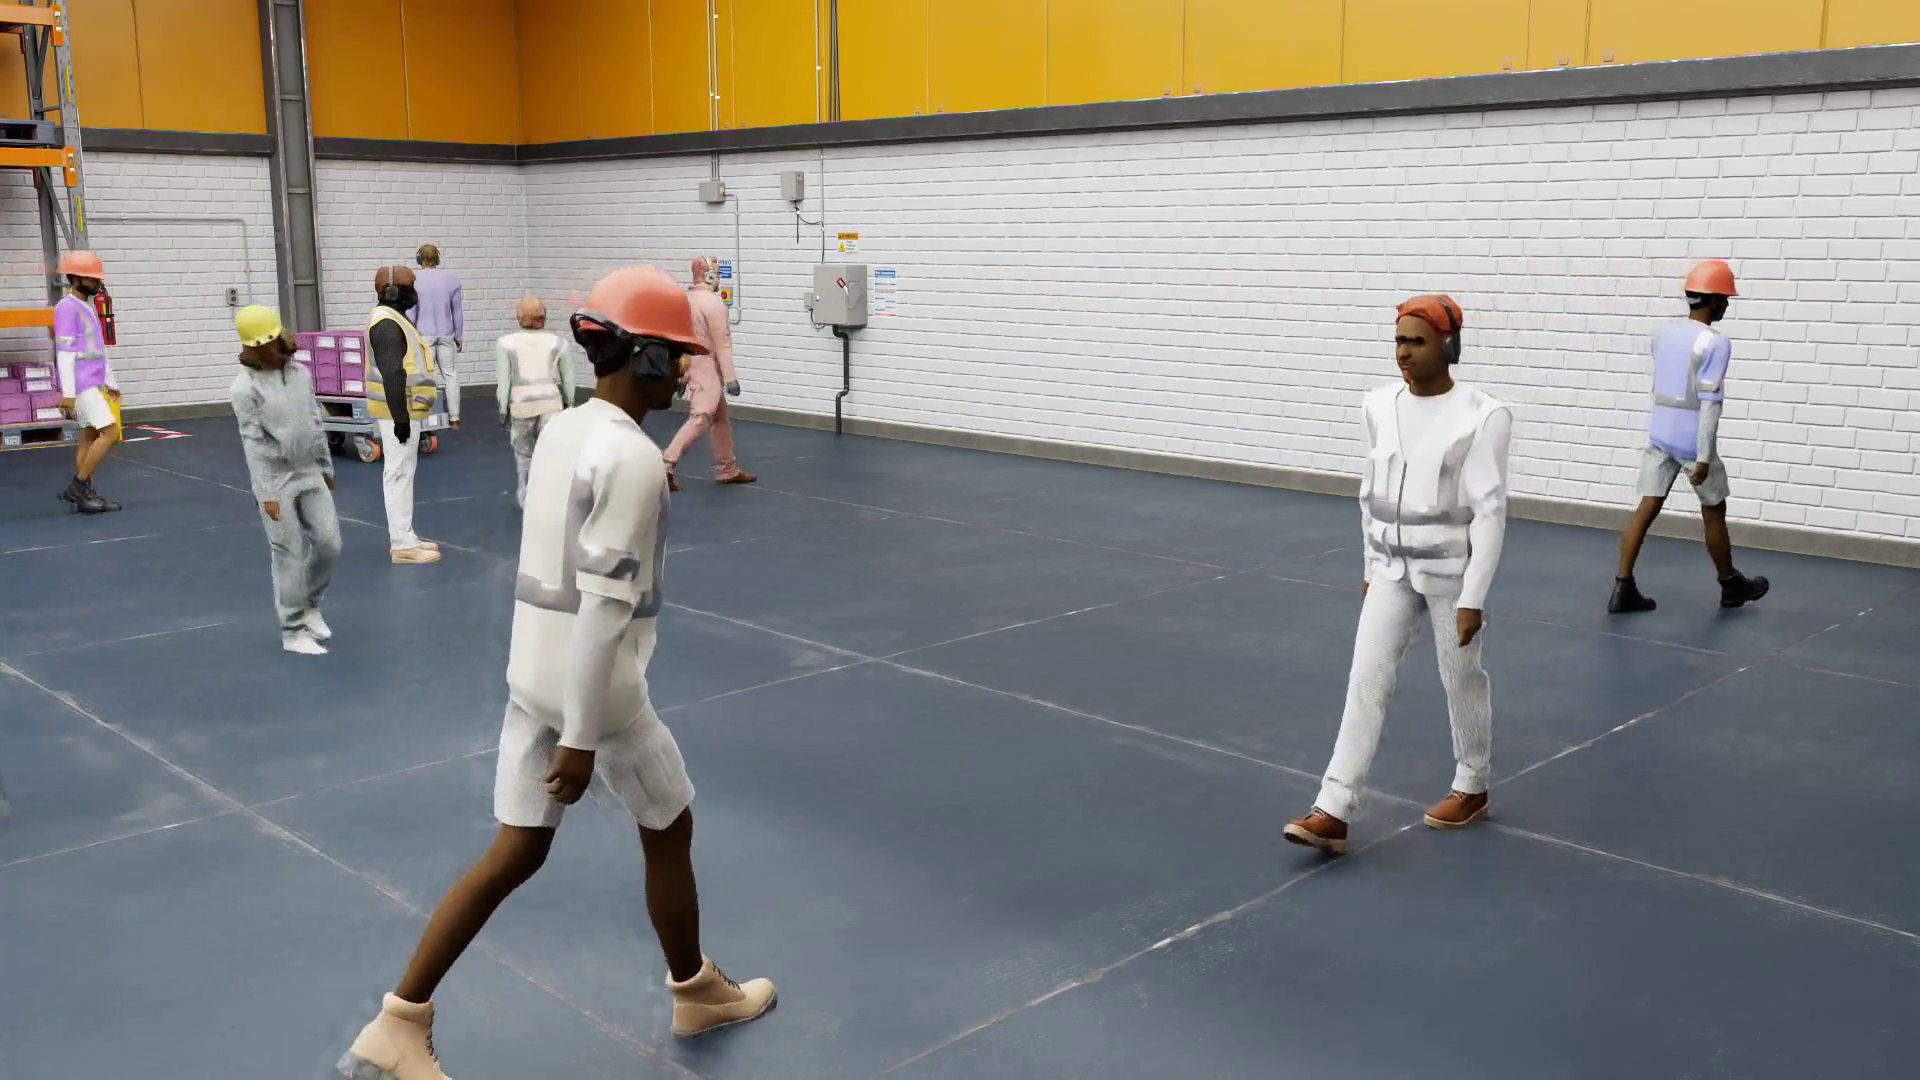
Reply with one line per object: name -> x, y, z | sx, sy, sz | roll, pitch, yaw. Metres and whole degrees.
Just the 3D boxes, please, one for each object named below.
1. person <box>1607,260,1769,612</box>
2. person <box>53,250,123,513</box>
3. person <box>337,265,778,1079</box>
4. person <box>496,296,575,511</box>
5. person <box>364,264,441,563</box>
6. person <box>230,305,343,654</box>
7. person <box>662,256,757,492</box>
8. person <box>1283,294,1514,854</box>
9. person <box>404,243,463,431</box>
person -> 3.931, -0.542, 8.924 | 0.982, 1.885, 0.568 | -4, 11, -20
person -> -6.308, -1.128, 12.051 | 0.417, 1.917, 0.553 | -3, 11, -18
person -> -0.969, 0.347, 3.912 | 1.087, 1.969, 0.623 | -8, 13, -37
person -> -2.955, -0.894, 11.615 | 0.538, 1.589, 0.853 | -3, 11, -16
person -> -3.464, -0.782, 10.354 | 0.429, 1.844, 0.623 | -3, 11, -17
person -> -3.218, -0.269, 7.972 | 0.347, 1.707, 0.570 | 5, 12, 26
person -> -2.078, -1.327, 13.266 | 0.940, 1.870, 0.637 | -6, 12, -31
person -> 1.493, 0.122, 5.446 | 0.972, 1.829, 0.603 | -8, 13, -39
person -> -5.461, -2.097, 17.258 | 0.635, 1.937, 0.353 | -8, 13, -38
